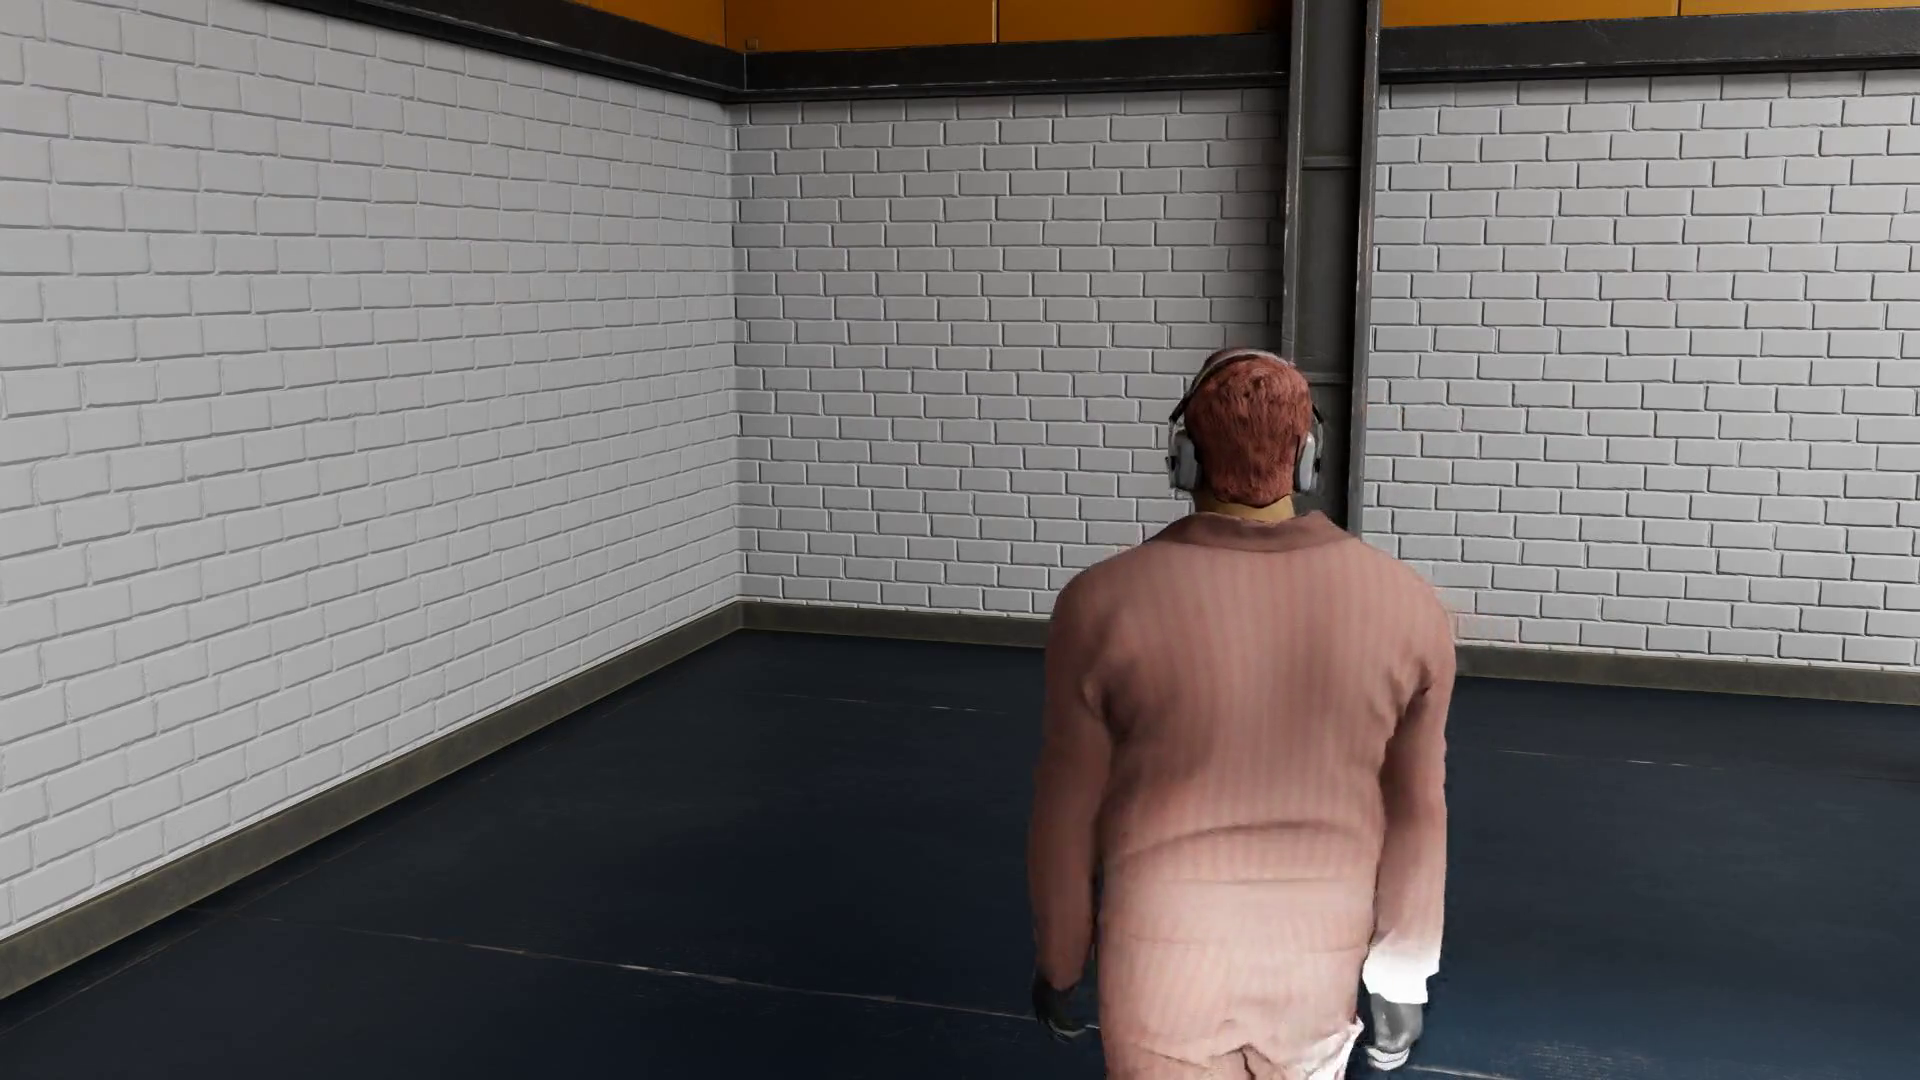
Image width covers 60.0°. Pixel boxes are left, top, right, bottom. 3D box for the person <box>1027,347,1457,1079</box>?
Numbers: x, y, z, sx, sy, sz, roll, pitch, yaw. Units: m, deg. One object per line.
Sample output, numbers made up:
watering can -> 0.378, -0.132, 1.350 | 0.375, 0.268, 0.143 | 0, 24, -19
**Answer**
person -> 0.423, 0.647, 2.660 | 0.639, 1.897, 0.421 | -1, 9, -9
